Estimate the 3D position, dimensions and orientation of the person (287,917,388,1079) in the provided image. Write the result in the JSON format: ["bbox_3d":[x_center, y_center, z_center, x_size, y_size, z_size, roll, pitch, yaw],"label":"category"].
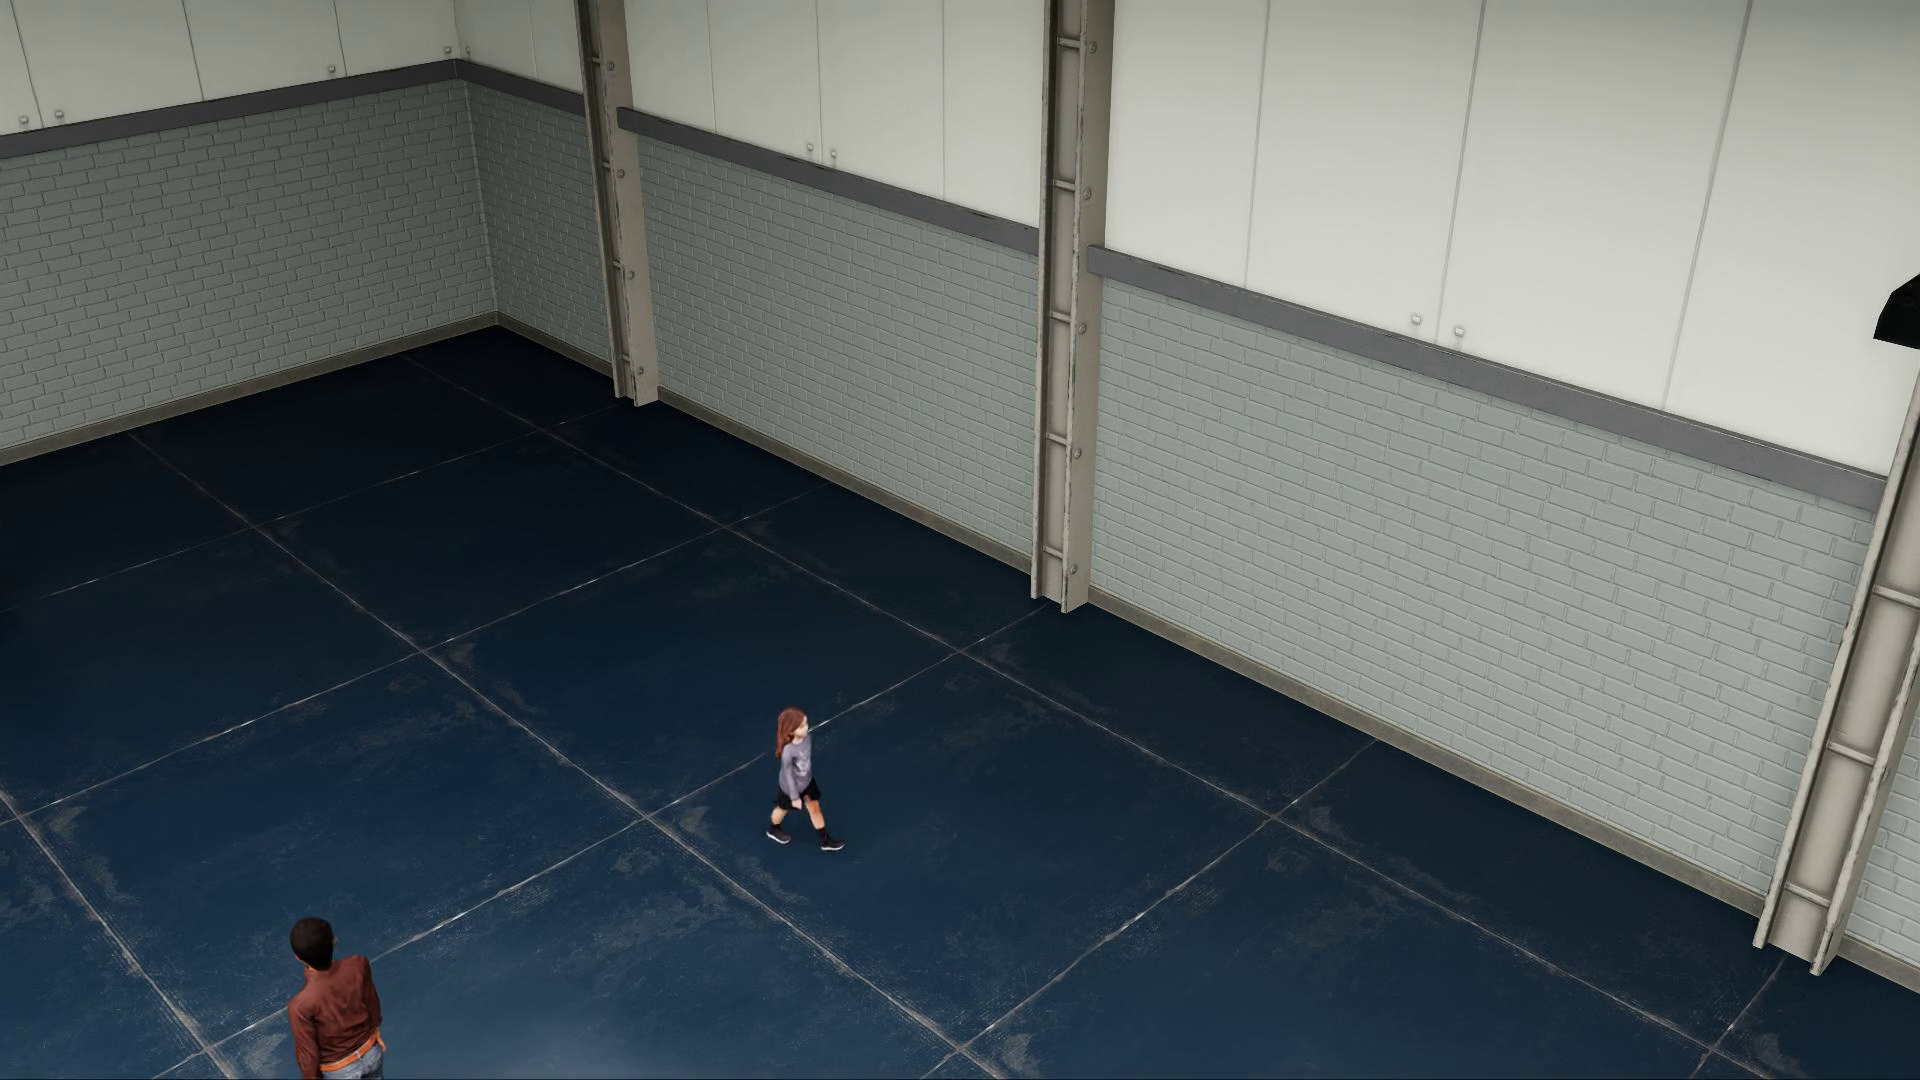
[{"bbox_3d":[-2.964,2.549,8.077,0.604,1.778,0.692,15,32,26],"label":"person"}]

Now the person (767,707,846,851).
[{"bbox_3d":[-1.101,1.537,10.723,0.851,1.076,0.654,13,31,22],"label":"person"}]
